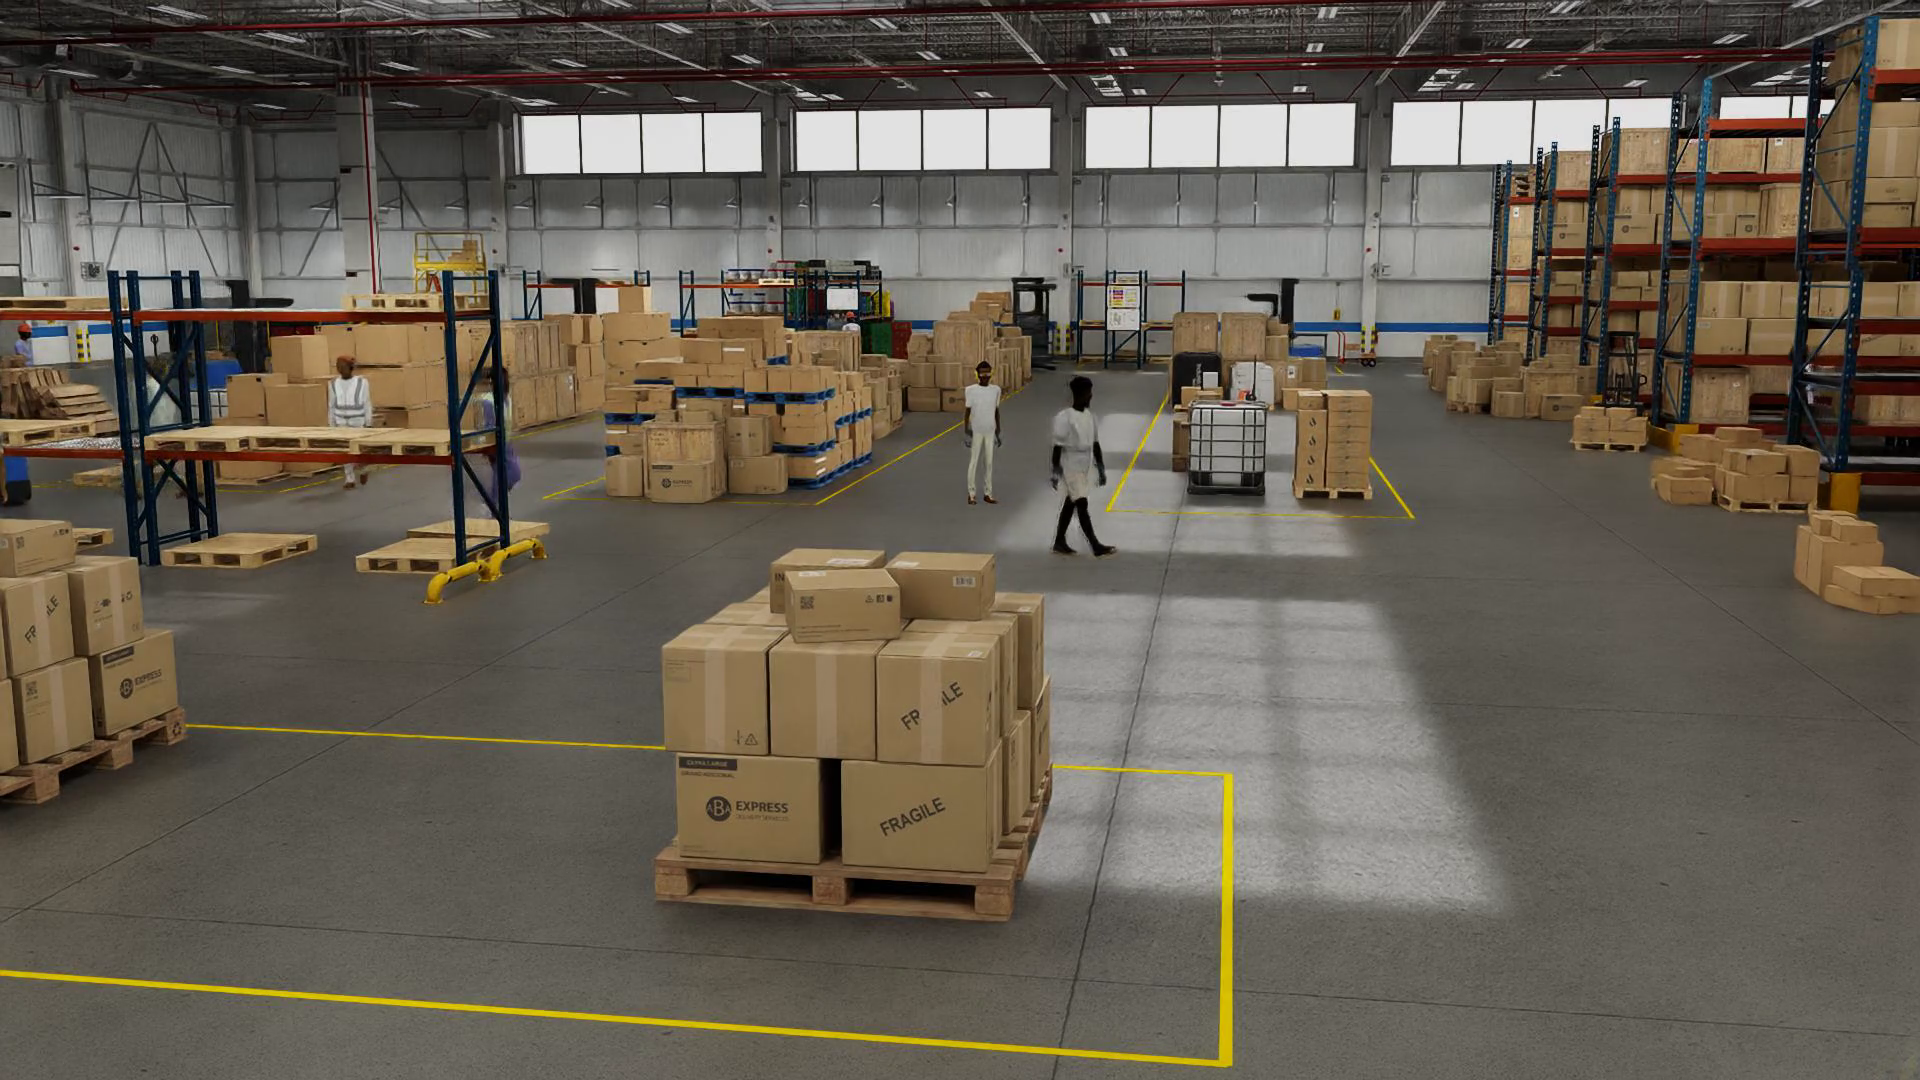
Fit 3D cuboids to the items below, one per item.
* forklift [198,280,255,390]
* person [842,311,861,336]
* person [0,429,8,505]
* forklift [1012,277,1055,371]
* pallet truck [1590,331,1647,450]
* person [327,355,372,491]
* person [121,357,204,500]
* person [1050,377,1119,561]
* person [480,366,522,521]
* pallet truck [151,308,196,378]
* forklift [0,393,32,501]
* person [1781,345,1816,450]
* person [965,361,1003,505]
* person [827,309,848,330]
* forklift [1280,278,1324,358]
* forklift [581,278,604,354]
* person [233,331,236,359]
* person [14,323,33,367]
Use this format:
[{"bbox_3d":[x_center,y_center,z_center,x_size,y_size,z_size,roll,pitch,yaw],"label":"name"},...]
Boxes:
[{"bbox_3d":[-15.465,-4.206,35.856,1.873,2.768,1.129,-5,10,-26],"label":"forklift"},{"bbox_3d":[-2.963,-5.237,45.162,0.542,1.928,0.399,-6,11,-33],"label":"person"},{"bbox_3d":[-9.577,-0.504,16.220,0.505,1.840,0.345,-5,10,-28],"label":"person"},{"bbox_3d":[2.046,-6.547,50.295,1.129,2.768,1.873,-3,10,-17],"label":"forklift"},{"bbox_3d":[11.253,-2.573,28.499,0.823,1.965,1.885,5,10,27],"label":"pallet truck"},{"bbox_3d":[-8.432,-1.610,22.954,0.598,1.866,0.429,0,9,2],"label":"person"},{"bbox_3d":[-10.571,-1.457,21.907,0.917,1.909,0.641,-6,11,-34],"label":"person"},{"bbox_3d":[1.325,-0.739,17.406,0.960,1.919,0.634,7,12,39],"label":"person"},{"bbox_3d":[-5.474,-1.119,19.796,0.444,1.907,0.616,1,9,8],"label":"person"},{"bbox_3d":[-21.869,-5.598,47.154,0.823,1.965,1.885,4,10,26],"label":"pallet truck"},{"bbox_3d":[-13.108,-1.924,21.783,1.129,2.768,1.873,-9,13,-43],"label":"forklift"},{"bbox_3d":[13.148,-2.127,26.060,0.473,1.906,0.598,2,9,13],"label":"person"},{"bbox_3d":[0.309,-1.390,21.597,0.513,1.871,0.329,-3,10,-19],"label":"person"},{"bbox_3d":[-3.657,-5.934,49.606,0.637,1.891,1.042,1,9,7],"label":"person"},{"bbox_3d":[8.433,-5.339,42.843,1.873,2.768,1.129,2,9,9],"label":"forklift"},{"bbox_3d":[-10.072,-5.752,45.391,1.873,2.768,1.129,-3,10,-17],"label":"forklift"},{"bbox_3d":[-19.938,-5.253,46.124,0.517,1.639,0.313,5,10,27],"label":"person"},{"bbox_3d":[-19.493,-3.556,34.746,0.379,1.937,0.548,-2,9,-11],"label":"person"}]
